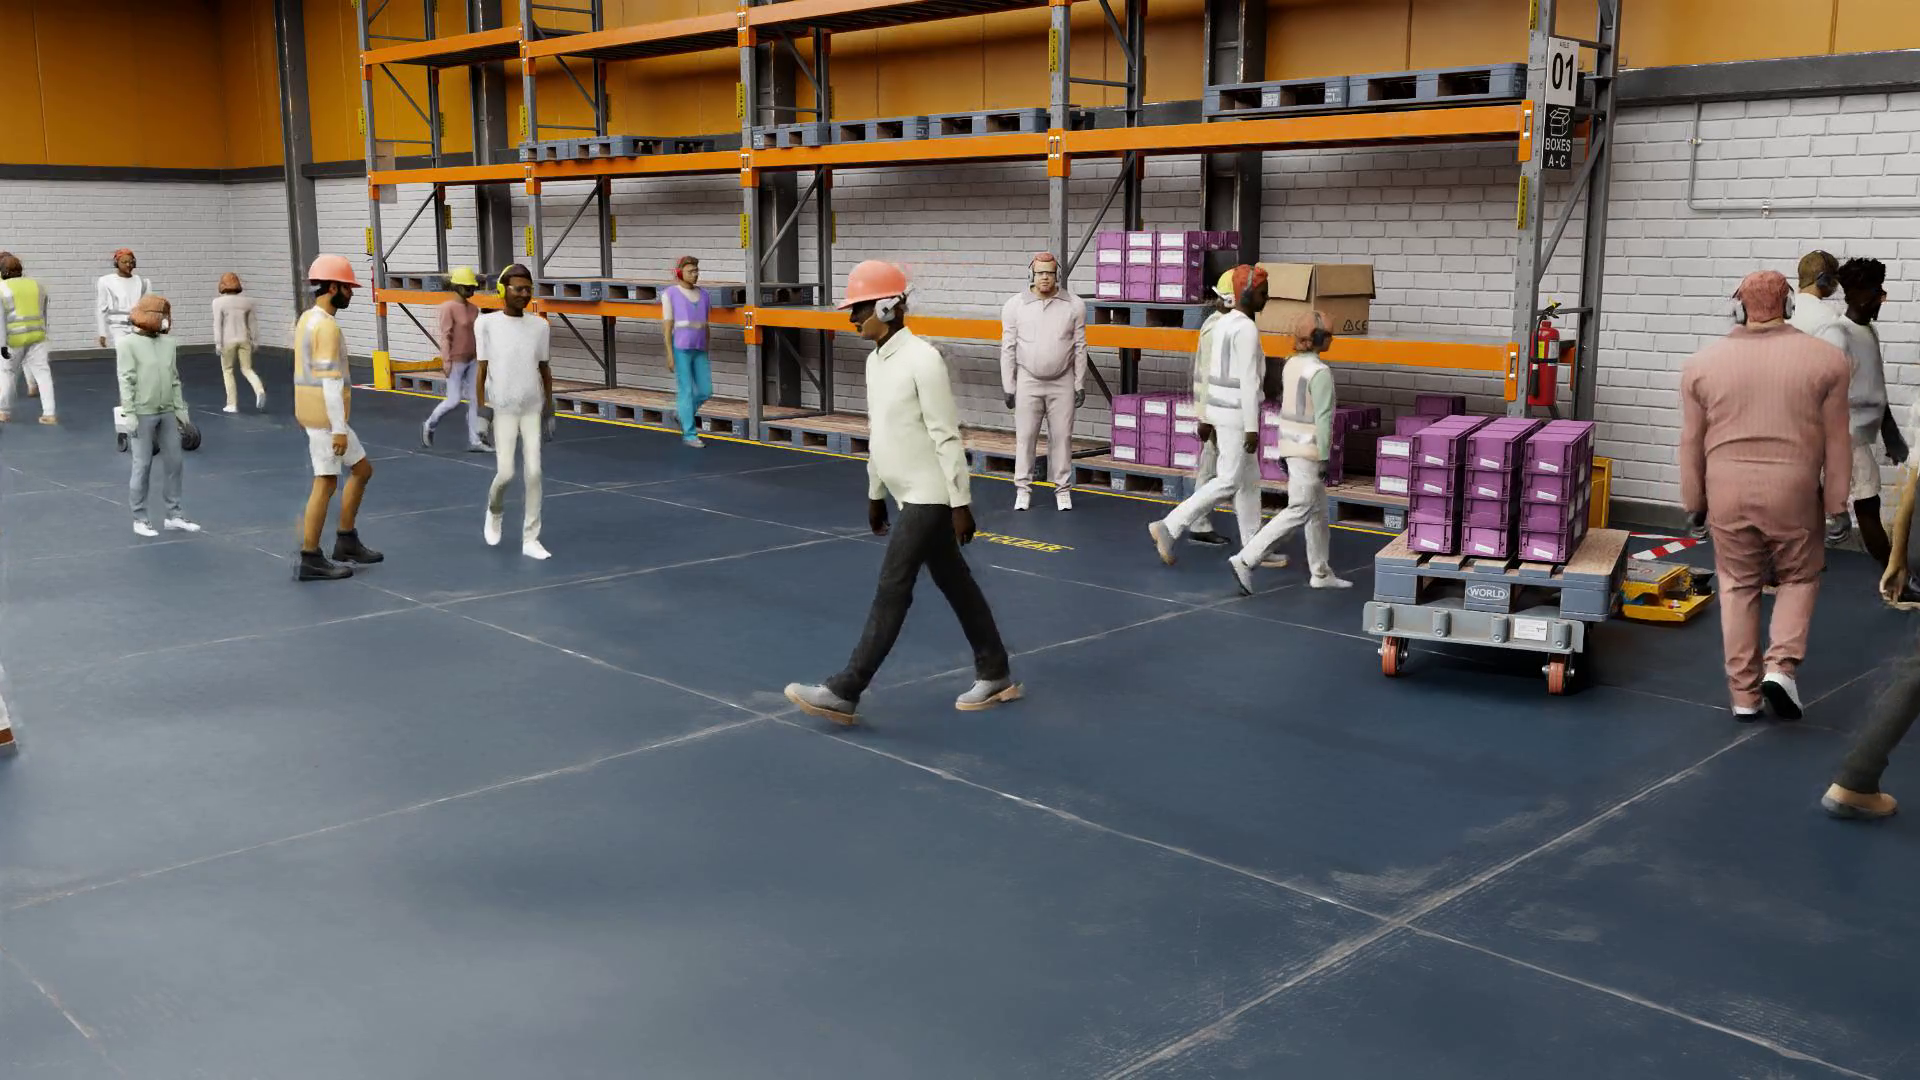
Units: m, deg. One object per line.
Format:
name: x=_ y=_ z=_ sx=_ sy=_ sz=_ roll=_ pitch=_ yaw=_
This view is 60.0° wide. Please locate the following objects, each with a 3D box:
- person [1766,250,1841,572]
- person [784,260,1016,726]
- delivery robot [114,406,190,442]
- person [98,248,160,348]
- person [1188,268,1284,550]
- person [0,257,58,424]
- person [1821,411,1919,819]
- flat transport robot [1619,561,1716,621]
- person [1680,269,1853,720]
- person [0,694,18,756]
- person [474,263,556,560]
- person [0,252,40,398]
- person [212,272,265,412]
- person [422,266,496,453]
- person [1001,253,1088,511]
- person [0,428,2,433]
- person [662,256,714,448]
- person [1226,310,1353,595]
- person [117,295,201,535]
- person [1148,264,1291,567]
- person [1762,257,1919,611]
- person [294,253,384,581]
person: x=5.092 y=-0.775 z=10.068 sx=0.386 sy=1.937 sz=0.637 roll=0 pitch=10 yaw=-1
person: x=-0.222 y=-0.194 z=6.930 sx=1.091 sy=1.916 sz=0.624 roll=-4 pitch=11 yaw=-20
delivery robot: x=-7.567 y=-1.142 z=15.567 sx=0.707 sy=0.478 sz=0.477 roll=6 pitch=12 yaw=27
person: x=-9.363 y=-2.346 z=18.813 sx=0.604 sy=1.860 sz=0.611 roll=10 pitch=14 yaw=44
person: x=1.815 y=-0.830 z=10.689 sx=0.717 sy=1.805 sz=0.596 roll=3 pitch=11 yaw=13
person: x=-10.154 y=-2.148 z=17.937 sx=0.978 sy=1.782 sz=0.641 roll=6 pitch=12 yaw=31
person: x=3.453 y=0.101 z=5.721 sx=0.968 sy=1.778 sz=0.524 roll=-1 pitch=10 yaw=-6
flat transport robot: x=3.345 y=0.215 z=9.202 sx=1.431 sy=0.197 sz=0.652 roll=8 pitch=13 yaw=36
person: x=3.329 y=-0.172 z=6.909 sx=0.675 sy=1.883 sz=0.425 roll=7 pitch=12 yaw=32
person: x=-4.169 y=-0.062 z=6.308 sx=1.003 sy=1.881 sz=0.643 roll=-3 pitch=11 yaw=-17
person: x=-2.810 y=-0.805 z=10.457 sx=0.538 sy=1.851 sz=0.535 roll=-8 pitch=13 yaw=-36
person: x=-11.878 y=-2.692 z=20.838 sx=0.637 sy=1.804 sz=0.865 roll=-3 pitch=11 yaw=-16
person: x=-8.229 y=-2.246 z=18.960 sx=0.652 sy=1.611 sz=0.506 roll=8 pitch=13 yaw=38
person: x=-4.671 y=-1.664 z=15.407 sx=0.650 sy=1.739 sz=0.546 roll=4 pitch=11 yaw=19
person: x=0.619 y=-1.149 z=12.220 sx=0.636 sy=1.900 sz=0.399 roll=0 pitch=10 yaw=-2
person: x=-10.120 y=-2.073 z=16.840 sx=0.609 sy=2.043 sz=0.397 roll=0 pitch=10 yaw=1
person: x=-2.617 y=-1.793 z=15.902 sx=0.496 sy=1.826 sz=0.571 roll=10 pitch=14 yaw=43
person: x=1.876 y=-0.481 z=9.354 sx=0.750 sy=1.614 sz=0.526 roll=-2 pitch=11 yaw=-9
person: x=-5.471 y=-0.832 z=11.275 sx=0.306 sy=1.634 sz=0.518 roll=4 pitch=11 yaw=20
person: x=1.585 y=-0.731 z=10.054 sx=0.832 sy=1.861 sz=0.589 roll=-1 pitch=10 yaw=-4
person: x=4.877 y=-0.565 z=9.006 sx=0.948 sy=1.895 sz=0.602 roll=7 pitch=12 yaw=33
person: x=-3.680 y=-0.727 z=9.848 sx=0.615 sy=1.912 sz=0.565 roll=-6 pitch=12 yaw=-28
